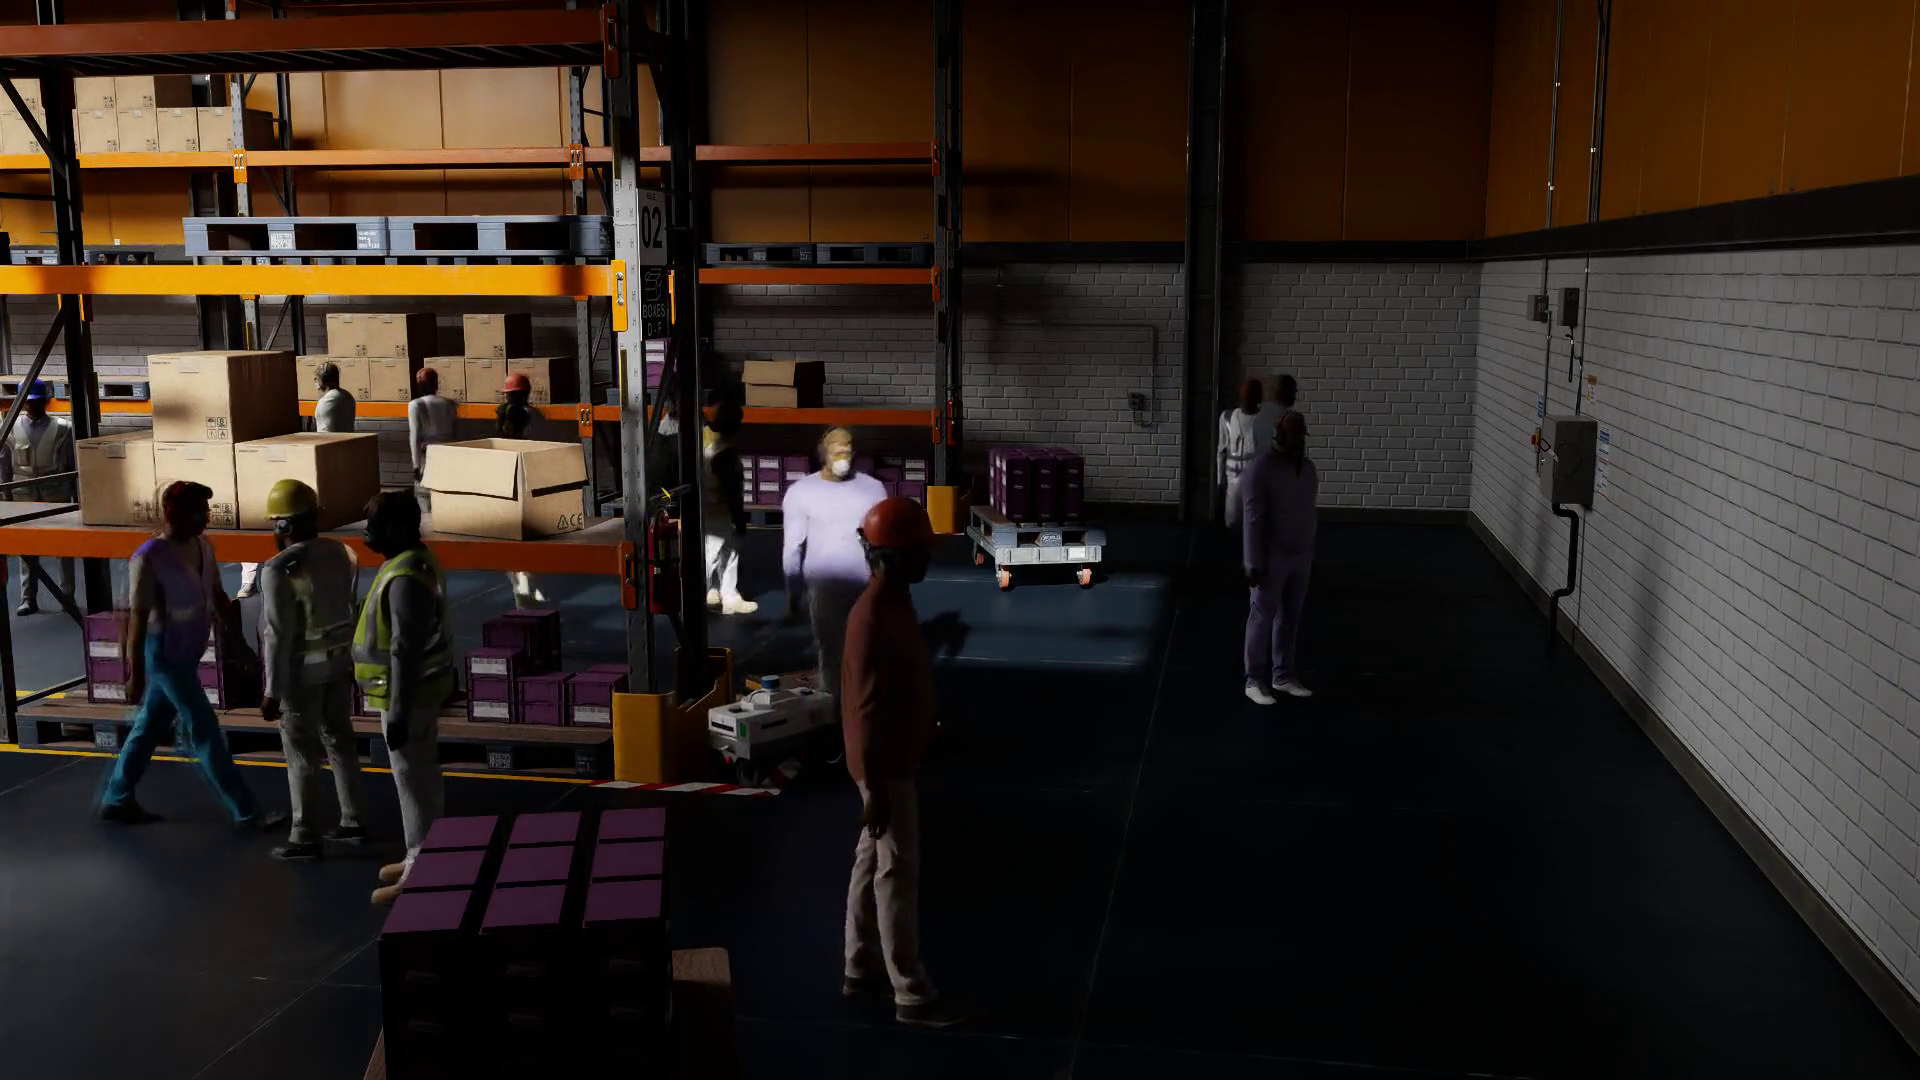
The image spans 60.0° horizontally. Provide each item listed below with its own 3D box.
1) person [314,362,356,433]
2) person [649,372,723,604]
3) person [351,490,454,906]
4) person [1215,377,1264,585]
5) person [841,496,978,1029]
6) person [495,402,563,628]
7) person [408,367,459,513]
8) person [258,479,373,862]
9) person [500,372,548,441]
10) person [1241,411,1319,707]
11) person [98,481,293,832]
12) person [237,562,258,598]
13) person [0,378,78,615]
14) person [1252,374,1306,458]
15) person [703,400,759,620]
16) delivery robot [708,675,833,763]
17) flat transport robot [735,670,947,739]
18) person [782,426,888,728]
[{"bbox_3d":[-6.054,-0.763,16.155,0.370,1.934,0.627,0,9,1],"label":"person"},{"bbox_3d":[-2.304,-0.433,13.768,0.688,2.000,1.002,6,11,34],"label":"person"},{"bbox_3d":[-2.475,0.691,7.417,0.429,1.843,0.624,-2,9,-14],"label":"person"},{"bbox_3d":[2.629,-0.551,15.040,0.596,1.866,0.619,5,11,30],"label":"person"},{"bbox_3d":[-0.223,0.818,6.210,0.442,1.995,0.628,0,9,3],"label":"person"},{"bbox_3d":[-3.220,-0.079,12.141,0.405,1.856,0.556,2,9,13],"label":"person"},{"bbox_3d":[-5.193,-0.772,16.437,0.398,1.866,0.586,8,12,40],"label":"person"},{"bbox_3d":[-3.091,0.624,7.914,0.437,1.834,0.603,3,10,18],"label":"person"},{"bbox_3d":[-3.893,-0.617,15.454,0.960,1.884,0.555,2,9,15],"label":"person"},{"bbox_3d":[2.109,0.113,10.806,0.652,1.904,0.402,-7,12,-38],"label":"person"},{"bbox_3d":[-3.883,0.588,8.269,1.021,1.782,0.588,0,9,0],"label":"person"},{"bbox_3d":[-6.009,-0.499,14.322,0.611,1.996,0.379,-2,9,-14],"label":"person"},{"bbox_3d":[-7.515,-0.363,13.620,0.603,1.949,0.397,-3,10,-19],"label":"person"},{"bbox_3d":[2.769,-0.460,14.274,0.463,1.928,0.661,-5,10,-28],"label":"person"},{"bbox_3d":[-1.881,-0.226,13.283,0.716,1.791,0.694,-3,10,-20],"label":"person"},{"bbox_3d":[-1.046,0.995,9.217,0.477,0.478,0.707,8,12,42],"label":"delivery robot"},{"bbox_3d":[-0.758,1.016,10.256,0.652,0.197,1.431,-7,11,-35],"label":"flat transport robot"},{"bbox_3d":[-0.693,0.289,9.759,0.653,1.906,0.886,-4,10,-22],"label":"person"}]
